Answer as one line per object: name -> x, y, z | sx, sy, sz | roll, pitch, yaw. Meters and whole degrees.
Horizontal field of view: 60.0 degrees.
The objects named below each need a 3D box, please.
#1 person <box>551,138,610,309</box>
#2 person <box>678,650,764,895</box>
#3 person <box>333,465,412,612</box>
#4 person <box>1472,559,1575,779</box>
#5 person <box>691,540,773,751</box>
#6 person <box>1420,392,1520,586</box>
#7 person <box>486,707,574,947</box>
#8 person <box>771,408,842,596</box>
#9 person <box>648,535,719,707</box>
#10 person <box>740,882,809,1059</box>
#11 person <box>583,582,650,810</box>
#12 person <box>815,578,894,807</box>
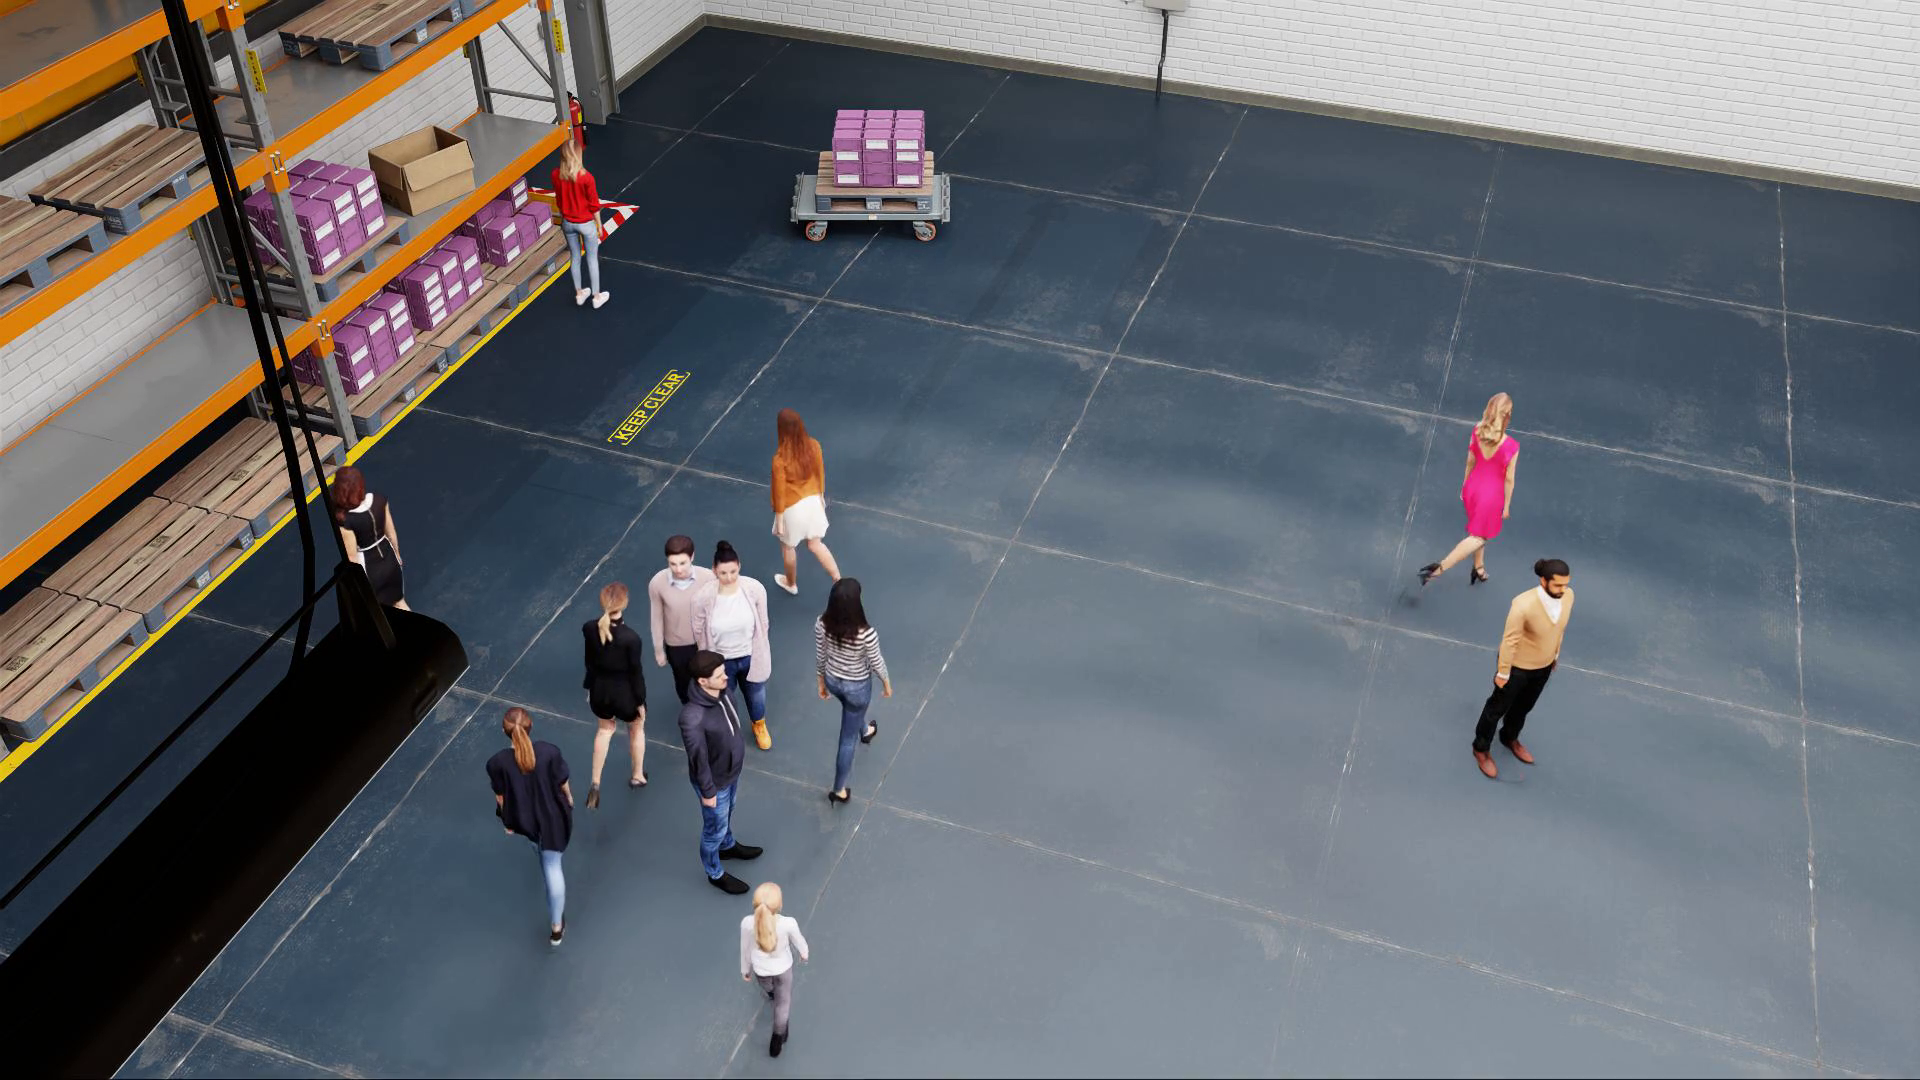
person -> -3.639, -3.018, 15.880 | 0.633, 1.703, 0.556 | 8, 39, 9
person -> -1.508, 1.393, 10.204 | 0.771, 1.895, 0.573 | 6, 39, 7
person -> -4.100, 0.230, 11.739 | 0.671, 1.796, 0.493 | 21, 43, 25
person -> 3.764, 0.809, 11.049 | 0.742, 1.752, 0.801 | -16, 41, -19
person -> -1.519, 0.730, 11.160 | 0.798, 1.738, 0.825 | -10, 40, -12
person -> 3.866, -0.289, 12.468 | 1.028, 1.696, 0.935 | -19, 42, -22
person -> -2.529, 1.725, 9.996 | 1.027, 1.635, 1.213 | -8, 39, -10
person -> -1.130, -0.188, 12.340 | 1.047, 1.699, 0.983 | -29, 47, -31
person -> -1.820, 0.662, 11.196 | 0.886, 1.798, 1.029 | -5, 39, -6
person -> -1.071, 2.452, 9.386 | 0.646, 1.260, 0.872 | 3, 39, 4
person -> -2.242, 1.067, 10.739 | 0.616, 1.736, 0.895 | 9, 40, 12
person -> -0.748, 1.034, 10.769 | 0.636, 1.750, 1.034 | 16, 41, 19
